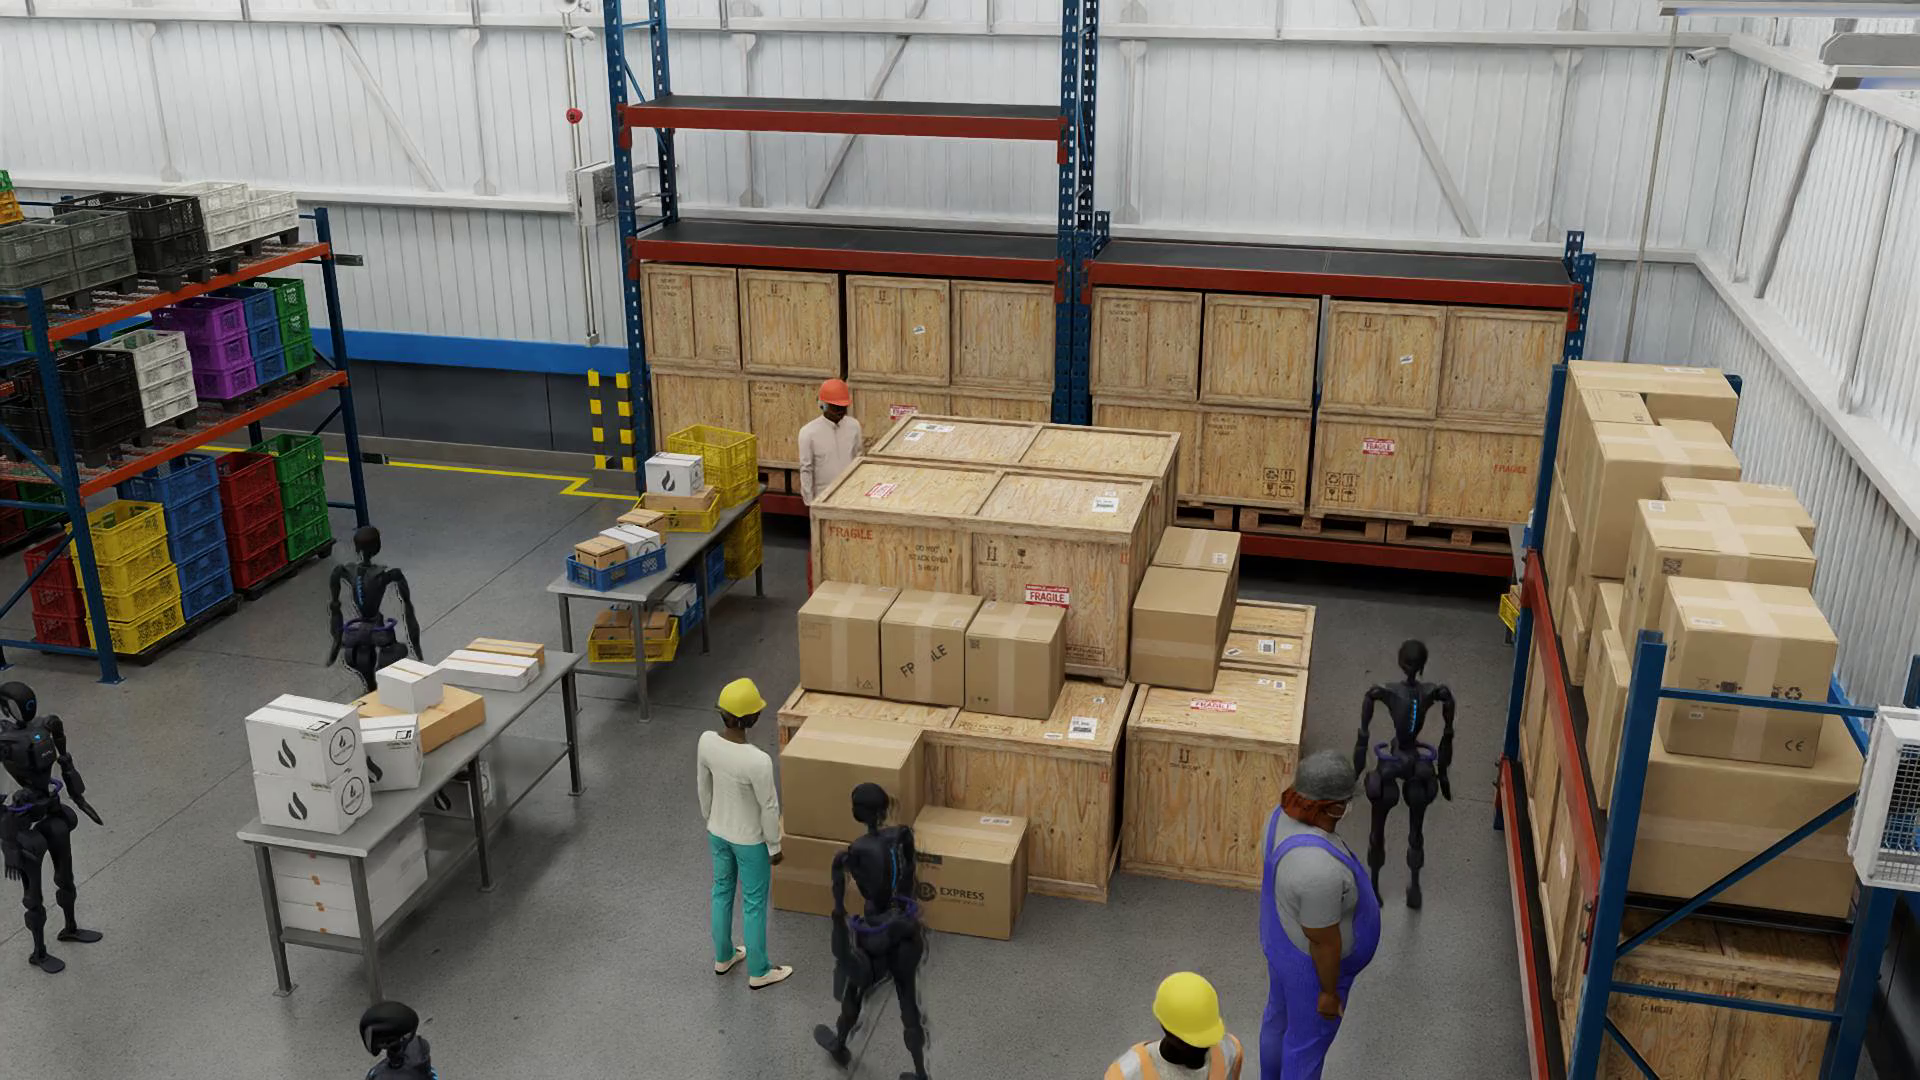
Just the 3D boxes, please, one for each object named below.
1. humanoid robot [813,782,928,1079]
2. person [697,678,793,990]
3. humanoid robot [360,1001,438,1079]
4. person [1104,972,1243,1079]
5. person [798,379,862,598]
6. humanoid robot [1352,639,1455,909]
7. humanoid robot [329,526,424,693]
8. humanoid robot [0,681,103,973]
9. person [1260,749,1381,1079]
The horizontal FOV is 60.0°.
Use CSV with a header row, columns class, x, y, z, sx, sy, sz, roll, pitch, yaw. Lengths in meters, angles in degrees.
class,x,y,z,sx,sy,sz,roll,pitch,yaw
humanoid robot,-0.406,1.925,8.091,0.621,1.624,0.759,-17,27,-38
person,-1.153,1.554,8.880,0.530,1.767,0.326,15,25,34
humanoid robot,-2.138,2.507,6.494,0.330,1.657,0.600,-1,21,-1
person,0.810,2.457,6.298,0.594,1.924,0.373,-10,23,-24
person,-1.030,-0.352,13.564,0.610,1.991,0.401,-16,26,-35
humanoid robot,2.540,1.346,9.561,0.615,1.662,0.369,0,21,-1
humanoid robot,-3.966,0.695,11.253,0.641,1.643,0.385,2,21,5
humanoid robot,-4.990,1.528,9.054,0.324,1.658,0.601,6,22,14
person,1.648,1.878,7.655,0.539,2.000,0.683,-3,21,-7
